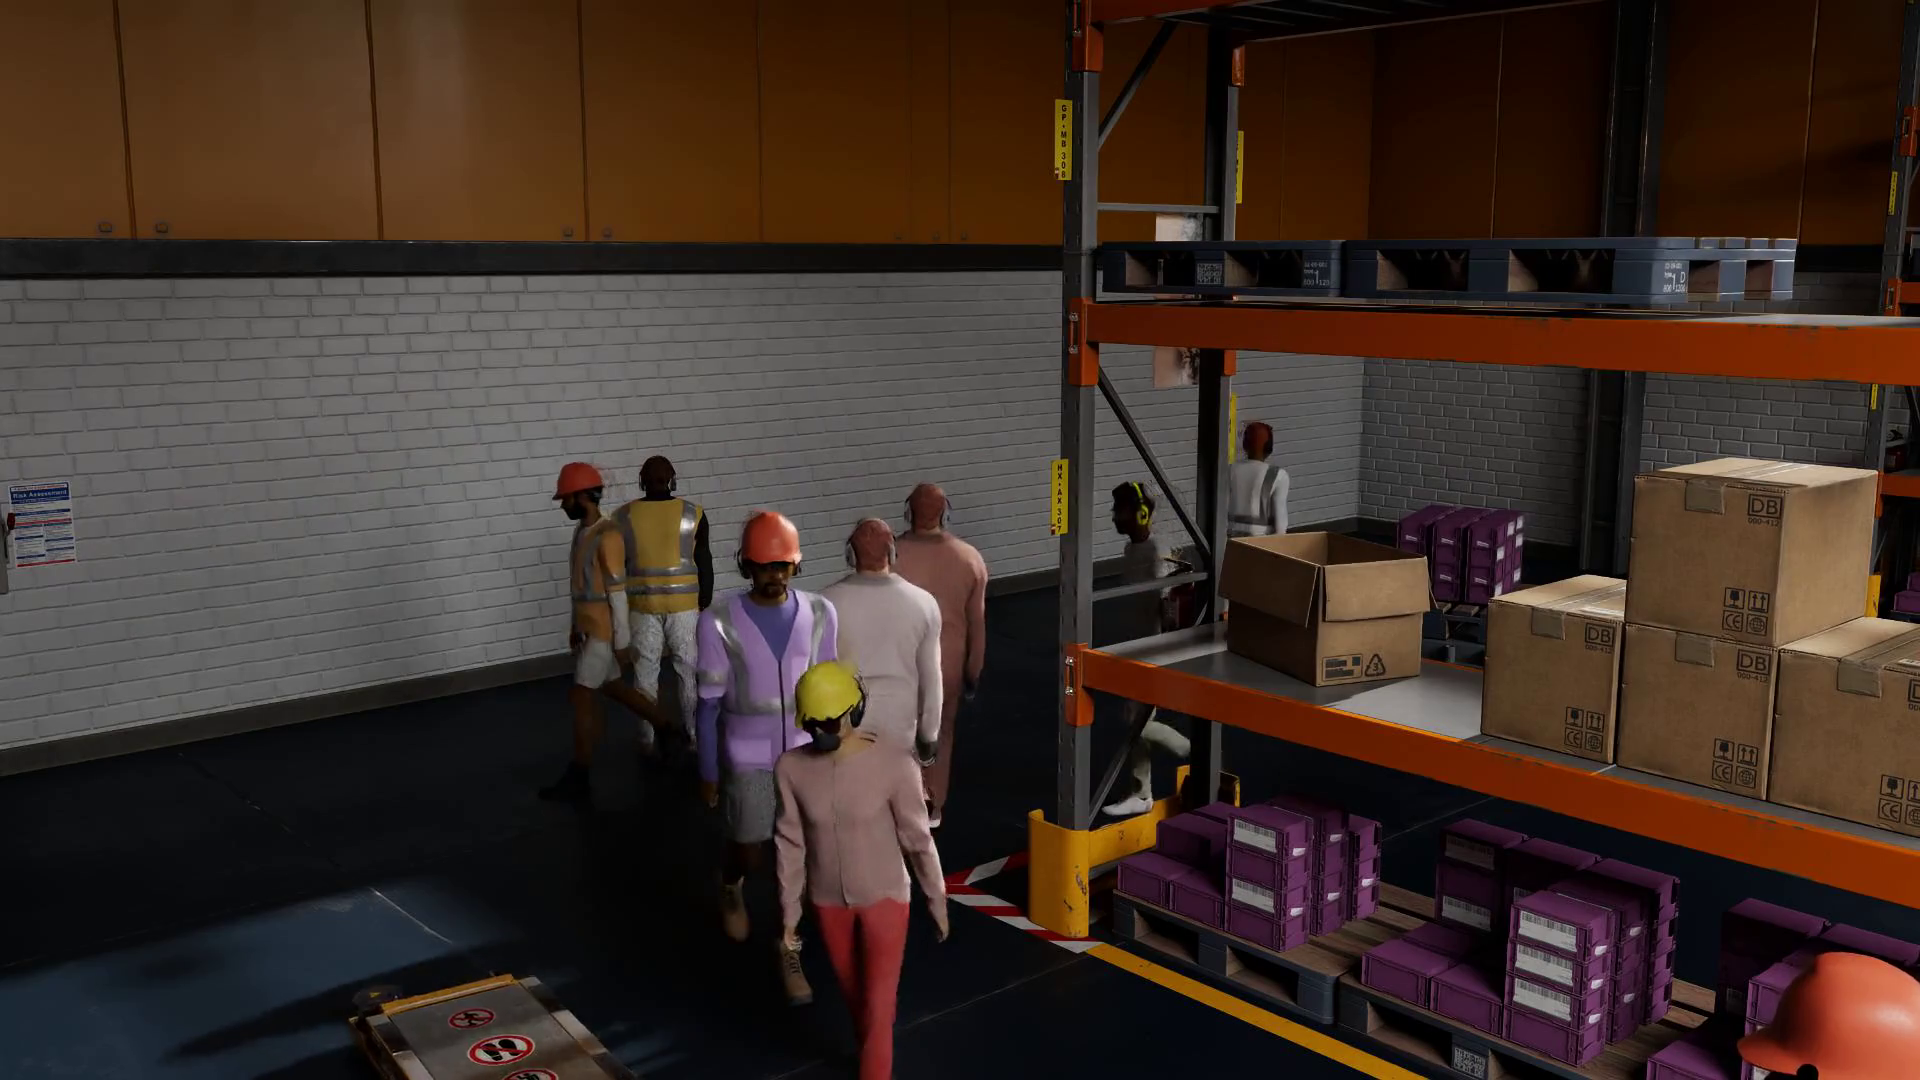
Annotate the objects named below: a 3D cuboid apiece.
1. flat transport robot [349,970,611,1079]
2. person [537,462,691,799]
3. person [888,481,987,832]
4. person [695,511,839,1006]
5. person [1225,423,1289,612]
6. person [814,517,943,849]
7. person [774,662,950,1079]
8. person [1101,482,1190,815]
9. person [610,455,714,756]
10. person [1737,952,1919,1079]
[{"bbox_3d":[-1.682,1.891,5.981,0.652,0.197,1.431,-6,12,-33],"label":"flat transport robot"},{"bbox_3d":[-1.984,0.484,9.516,0.922,1.896,0.552,-5,11,-28],"label":"person"},{"bbox_3d":[-0.177,0.640,8.581,0.645,1.883,0.643,-2,10,-12],"label":"person"},{"bbox_3d":[-0.807,0.859,6.919,0.608,2.023,0.700,-4,11,-24],"label":"person"},{"bbox_3d":[2.151,0.053,12.186,0.600,1.830,0.977,7,12,37],"label":"person"},{"bbox_3d":[-0.415,0.824,7.608,0.657,1.862,1.010,-2,10,-10],"label":"person"},{"bbox_3d":[-0.333,1.229,5.636,0.592,1.709,0.790,3,10,15],"label":"person"},{"bbox_3d":[1.080,0.600,8.935,0.552,1.848,0.548,-3,10,-16],"label":"person"},{"bbox_3d":[-1.805,0.402,10.117,0.621,1.841,0.429,-1,10,-5],"label":"person"},{"bbox_3d":[1.431,1.611,2.748,0.377,1.938,0.547,2,10,12],"label":"person"}]
